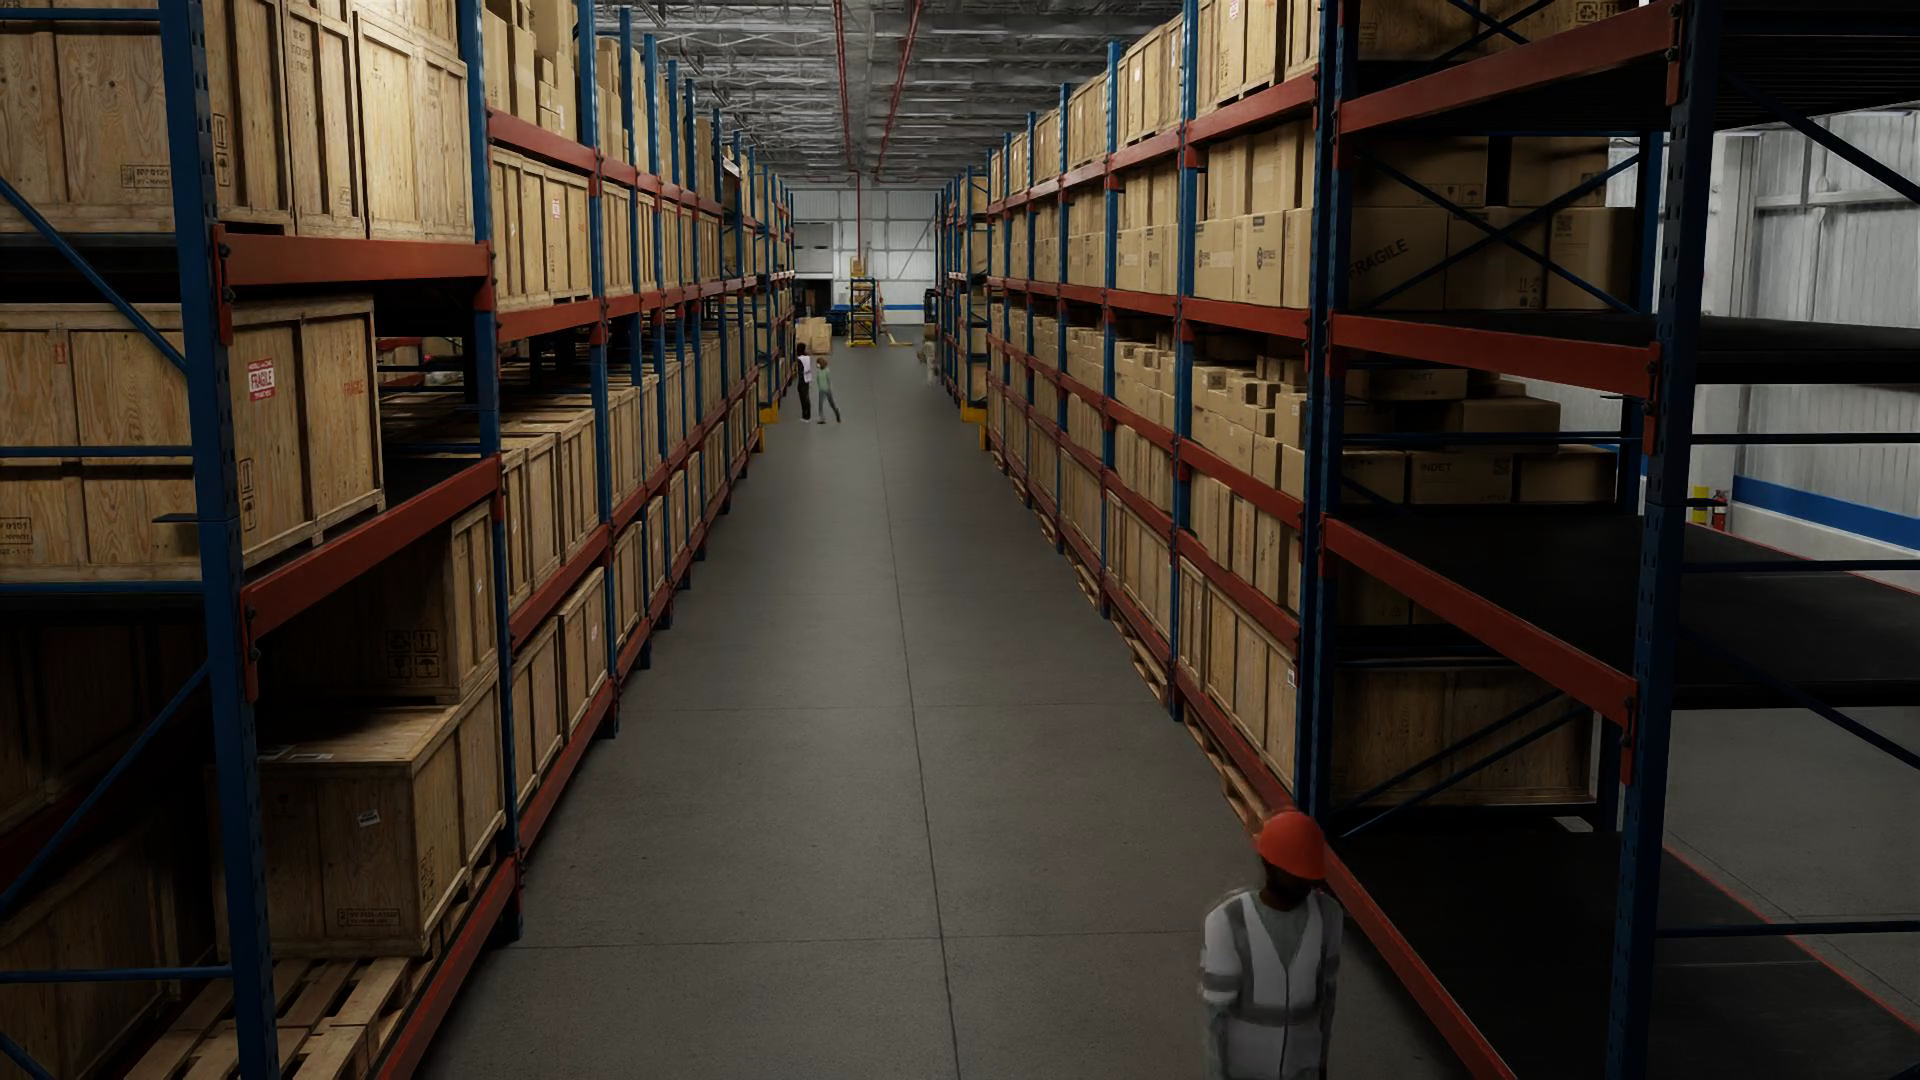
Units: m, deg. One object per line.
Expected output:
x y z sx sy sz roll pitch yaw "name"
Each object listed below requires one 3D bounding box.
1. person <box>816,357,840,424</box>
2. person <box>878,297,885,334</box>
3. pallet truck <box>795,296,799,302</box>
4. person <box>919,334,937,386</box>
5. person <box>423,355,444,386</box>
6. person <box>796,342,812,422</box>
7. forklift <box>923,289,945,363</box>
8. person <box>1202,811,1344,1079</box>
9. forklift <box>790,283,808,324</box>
-3.145 -3.556 39.554 0.543 1.596 0.761 8 13 41 "person"
-4.229 -12.040 89.198 0.359 1.937 0.635 -1 10 -4 "person"
-8.622 -12.439 91.403 1.885 1.965 0.823 2 10 13 "pallet truck"
-1.002 -5.591 51.622 0.732 1.607 0.543 9 13 41 "person"
-10.688 -2.787 33.886 1.066 1.959 0.663 1 10 6 "person"
-3.754 -3.787 39.956 0.371 1.916 0.597 2 10 12 "person"
-0.820 -8.149 63.148 1.129 2.768 1.873 -1 10 -3 "forklift"
1.156 1.914 5.975 0.571 1.882 0.985 -1 10 -8 "person"
-7.799 -10.935 79.784 1.129 2.768 1.873 -6 11 -30 "forklift"
